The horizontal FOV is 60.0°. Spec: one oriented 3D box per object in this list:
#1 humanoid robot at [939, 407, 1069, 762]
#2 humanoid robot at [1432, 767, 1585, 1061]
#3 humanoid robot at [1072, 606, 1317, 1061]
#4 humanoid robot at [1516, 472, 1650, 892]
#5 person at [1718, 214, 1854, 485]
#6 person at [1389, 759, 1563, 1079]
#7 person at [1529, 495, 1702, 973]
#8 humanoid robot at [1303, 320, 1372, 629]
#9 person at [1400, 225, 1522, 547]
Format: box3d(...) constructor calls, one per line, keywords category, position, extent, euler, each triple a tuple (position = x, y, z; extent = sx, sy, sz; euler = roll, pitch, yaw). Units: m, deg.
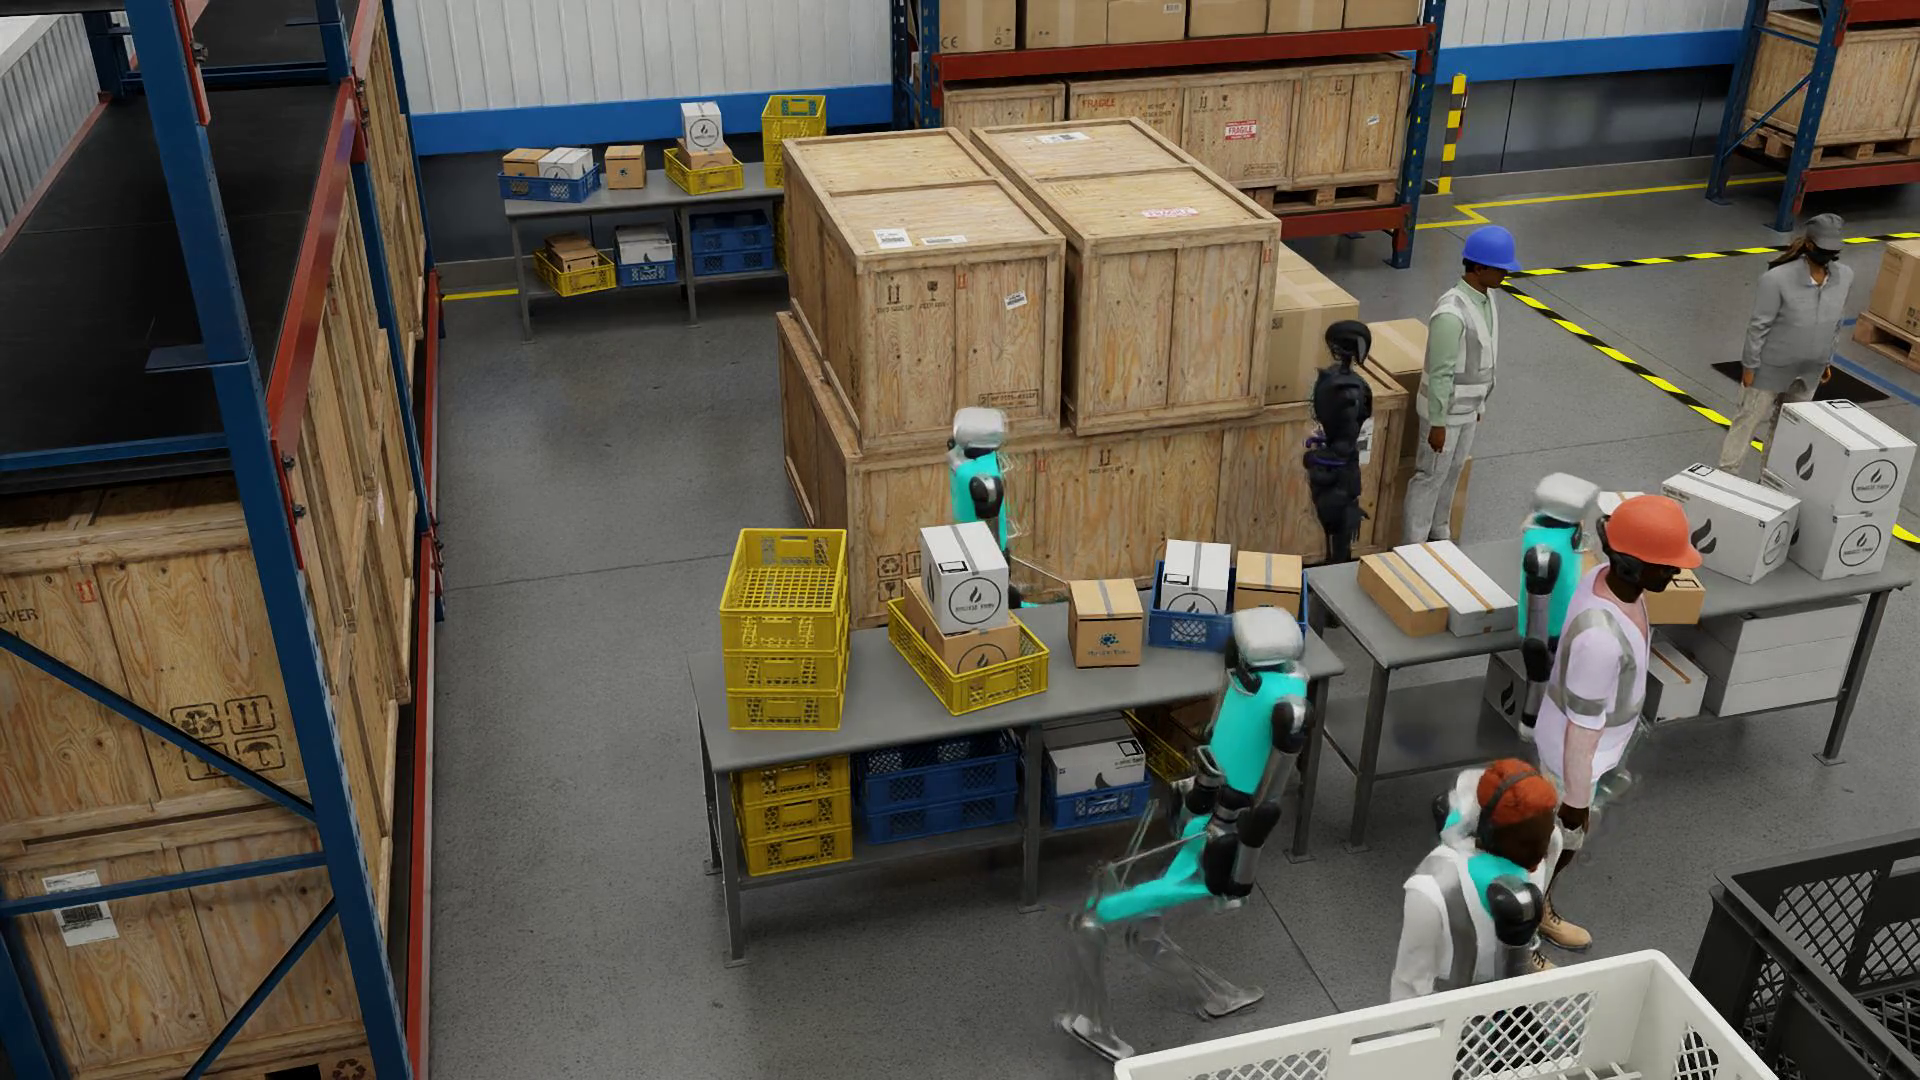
box3d(category="humanoid robot", position=(0.390, 0.226, 7.211), extent=(0.980, 1.768, 0.530), euler=(-6, 29, -11))
box3d(category="humanoid robot", position=(1.723, 1.423, 4.979), extent=(0.741, 1.760, 0.530), euler=(-4, 29, -7))
box3d(category="humanoid robot", position=(0.650, 1.071, 5.712), extent=(1.010, 1.763, 0.530), euler=(-6, 29, -11))
box3d(category="humanoid robot", position=(2.440, 0.649, 6.504), extent=(0.685, 1.869, 0.545), euler=(14, 32, 23))
box3d(category="person", position=(4.647, -0.990, 9.357), extent=(0.572, 1.767, 0.399), euler=(-5, 29, -9))
box3d(category="person", position=(1.468, 1.397, 4.932), extent=(0.578, 1.870, 0.399), euler=(-19, 34, -30))
box3d(category="person", position=(2.261, 0.742, 5.950), extent=(0.404, 2.035, 0.598), euler=(12, 31, 21))
box3d(category="humanoid robot", position=(1.837, -0.293, 8.214), extent=(0.509, 1.641, 0.594), euler=(1, 29, 2))
box3d(category="person", position=(2.585, -0.701, 8.662), extent=(0.412, 1.939, 0.602), euler=(19, 34, 31))
